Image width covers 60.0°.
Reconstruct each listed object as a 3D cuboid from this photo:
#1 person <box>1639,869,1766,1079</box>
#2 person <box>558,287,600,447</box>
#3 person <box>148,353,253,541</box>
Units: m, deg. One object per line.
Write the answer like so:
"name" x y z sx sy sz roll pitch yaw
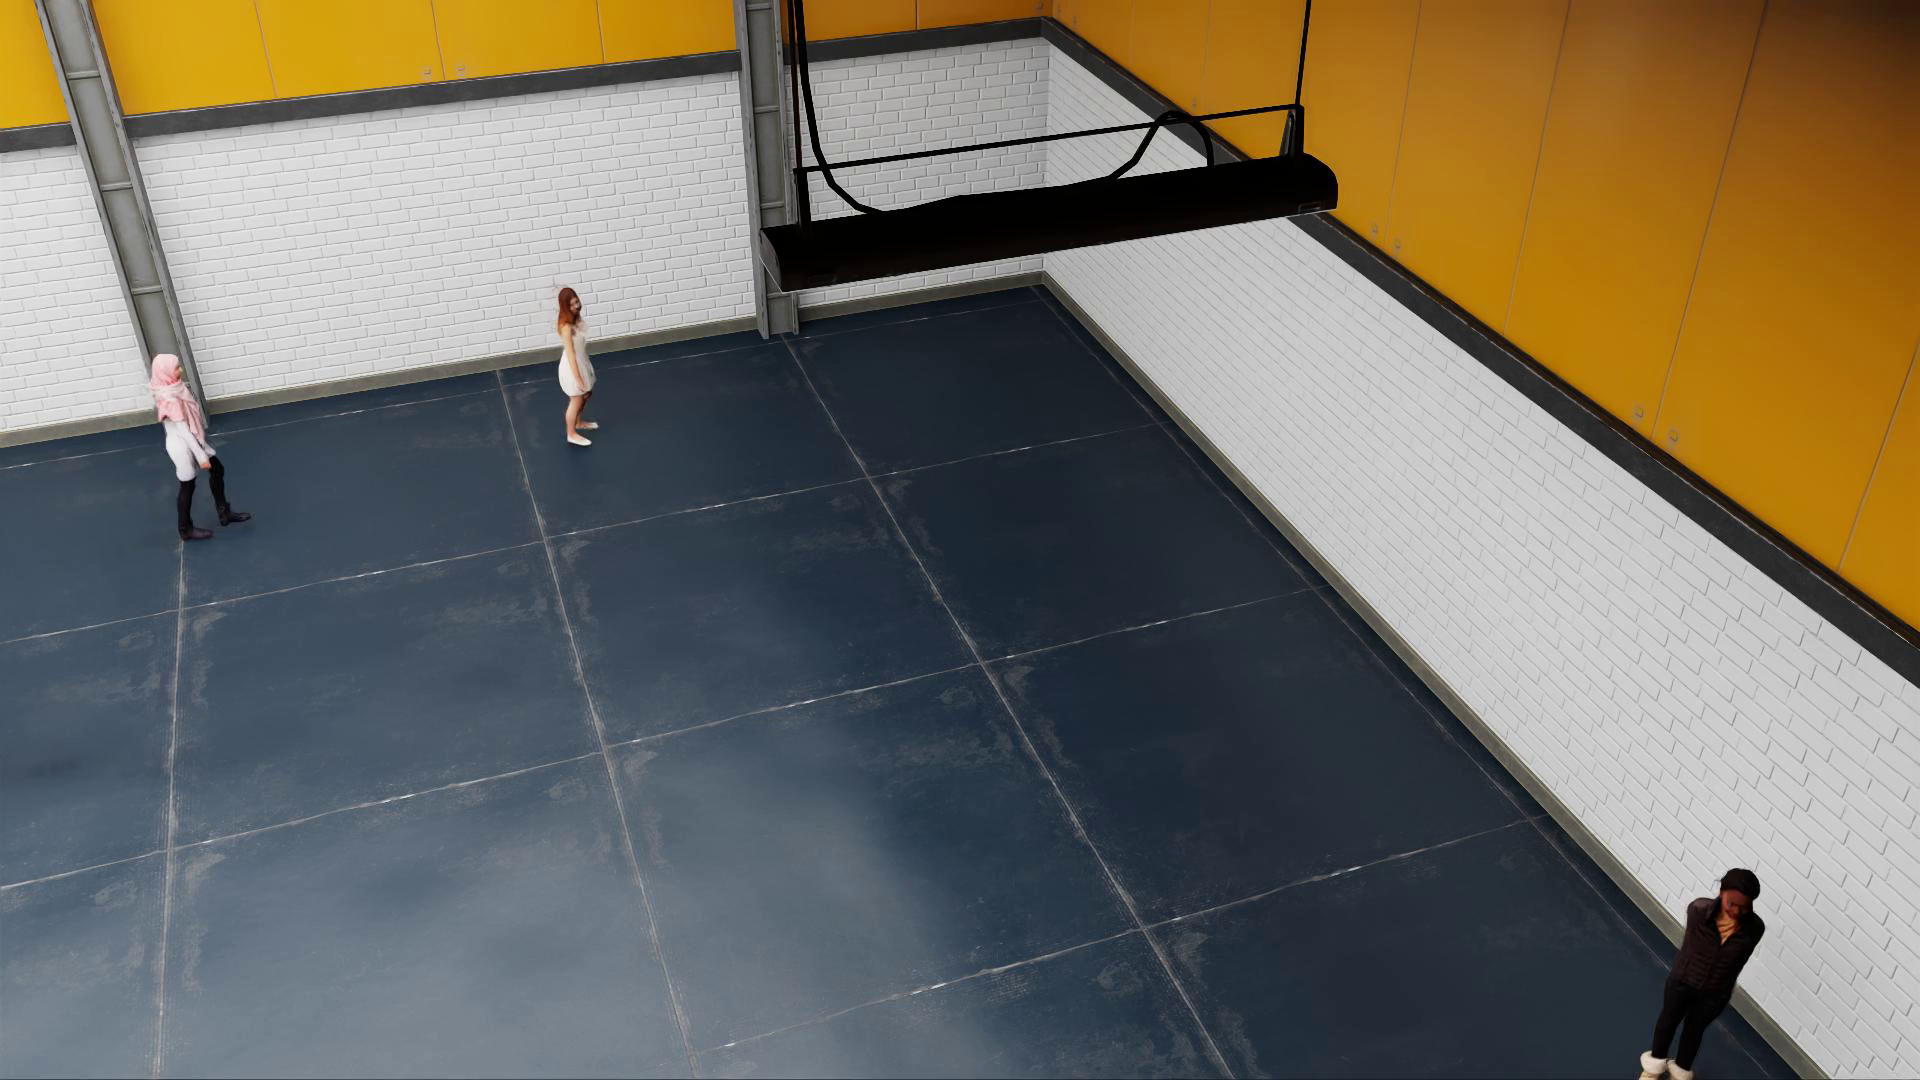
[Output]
"person" 4.205 2.500 9.417 0.768 1.655 0.820 22 39 29
"person" -3.656 -1.633 15.619 0.780 1.672 0.766 -3 34 -5
"person" -6.712 -0.754 14.201 0.825 1.778 0.658 -13 36 -18
